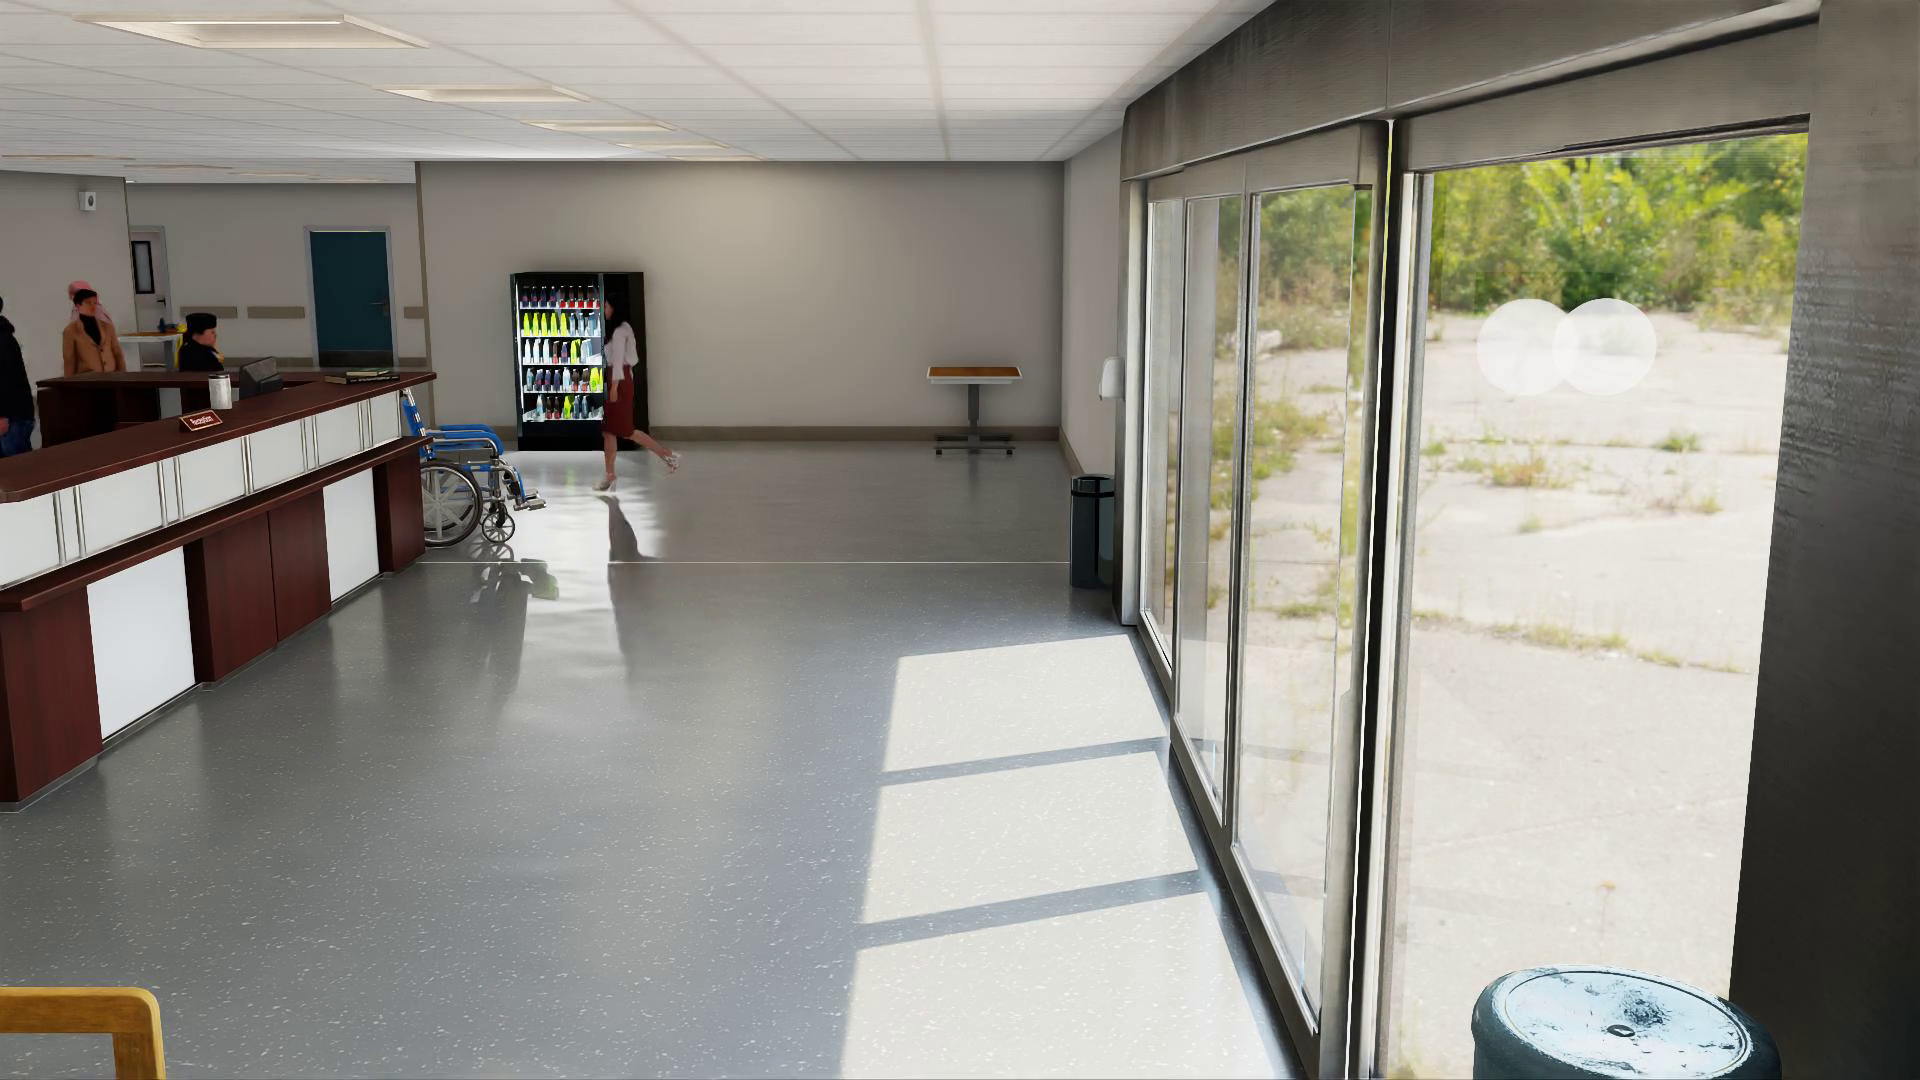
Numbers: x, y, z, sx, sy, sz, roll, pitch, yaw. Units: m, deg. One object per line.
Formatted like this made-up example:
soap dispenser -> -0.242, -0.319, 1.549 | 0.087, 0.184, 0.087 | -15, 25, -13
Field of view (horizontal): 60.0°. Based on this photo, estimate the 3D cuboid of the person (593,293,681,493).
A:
person -> -2.873, -1.258, 14.468 | 1.031, 1.728, 0.717 | -2, 11, -9

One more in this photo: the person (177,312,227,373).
person -> -5.960, -0.921, 12.907 | 0.844, 1.649, 0.810 | -4, 11, -19

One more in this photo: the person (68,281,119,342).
person -> -8.432, -1.649, 16.411 | 0.751, 1.772, 0.827 | 6, 12, 28

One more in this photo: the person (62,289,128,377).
person -> -8.183, -1.491, 15.669 | 1.223, 1.697, 1.034 | 7, 13, 31

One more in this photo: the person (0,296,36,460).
person -> -6.789, -0.868, 12.072 | 1.218, 1.855, 1.077 | -8, 13, -36
